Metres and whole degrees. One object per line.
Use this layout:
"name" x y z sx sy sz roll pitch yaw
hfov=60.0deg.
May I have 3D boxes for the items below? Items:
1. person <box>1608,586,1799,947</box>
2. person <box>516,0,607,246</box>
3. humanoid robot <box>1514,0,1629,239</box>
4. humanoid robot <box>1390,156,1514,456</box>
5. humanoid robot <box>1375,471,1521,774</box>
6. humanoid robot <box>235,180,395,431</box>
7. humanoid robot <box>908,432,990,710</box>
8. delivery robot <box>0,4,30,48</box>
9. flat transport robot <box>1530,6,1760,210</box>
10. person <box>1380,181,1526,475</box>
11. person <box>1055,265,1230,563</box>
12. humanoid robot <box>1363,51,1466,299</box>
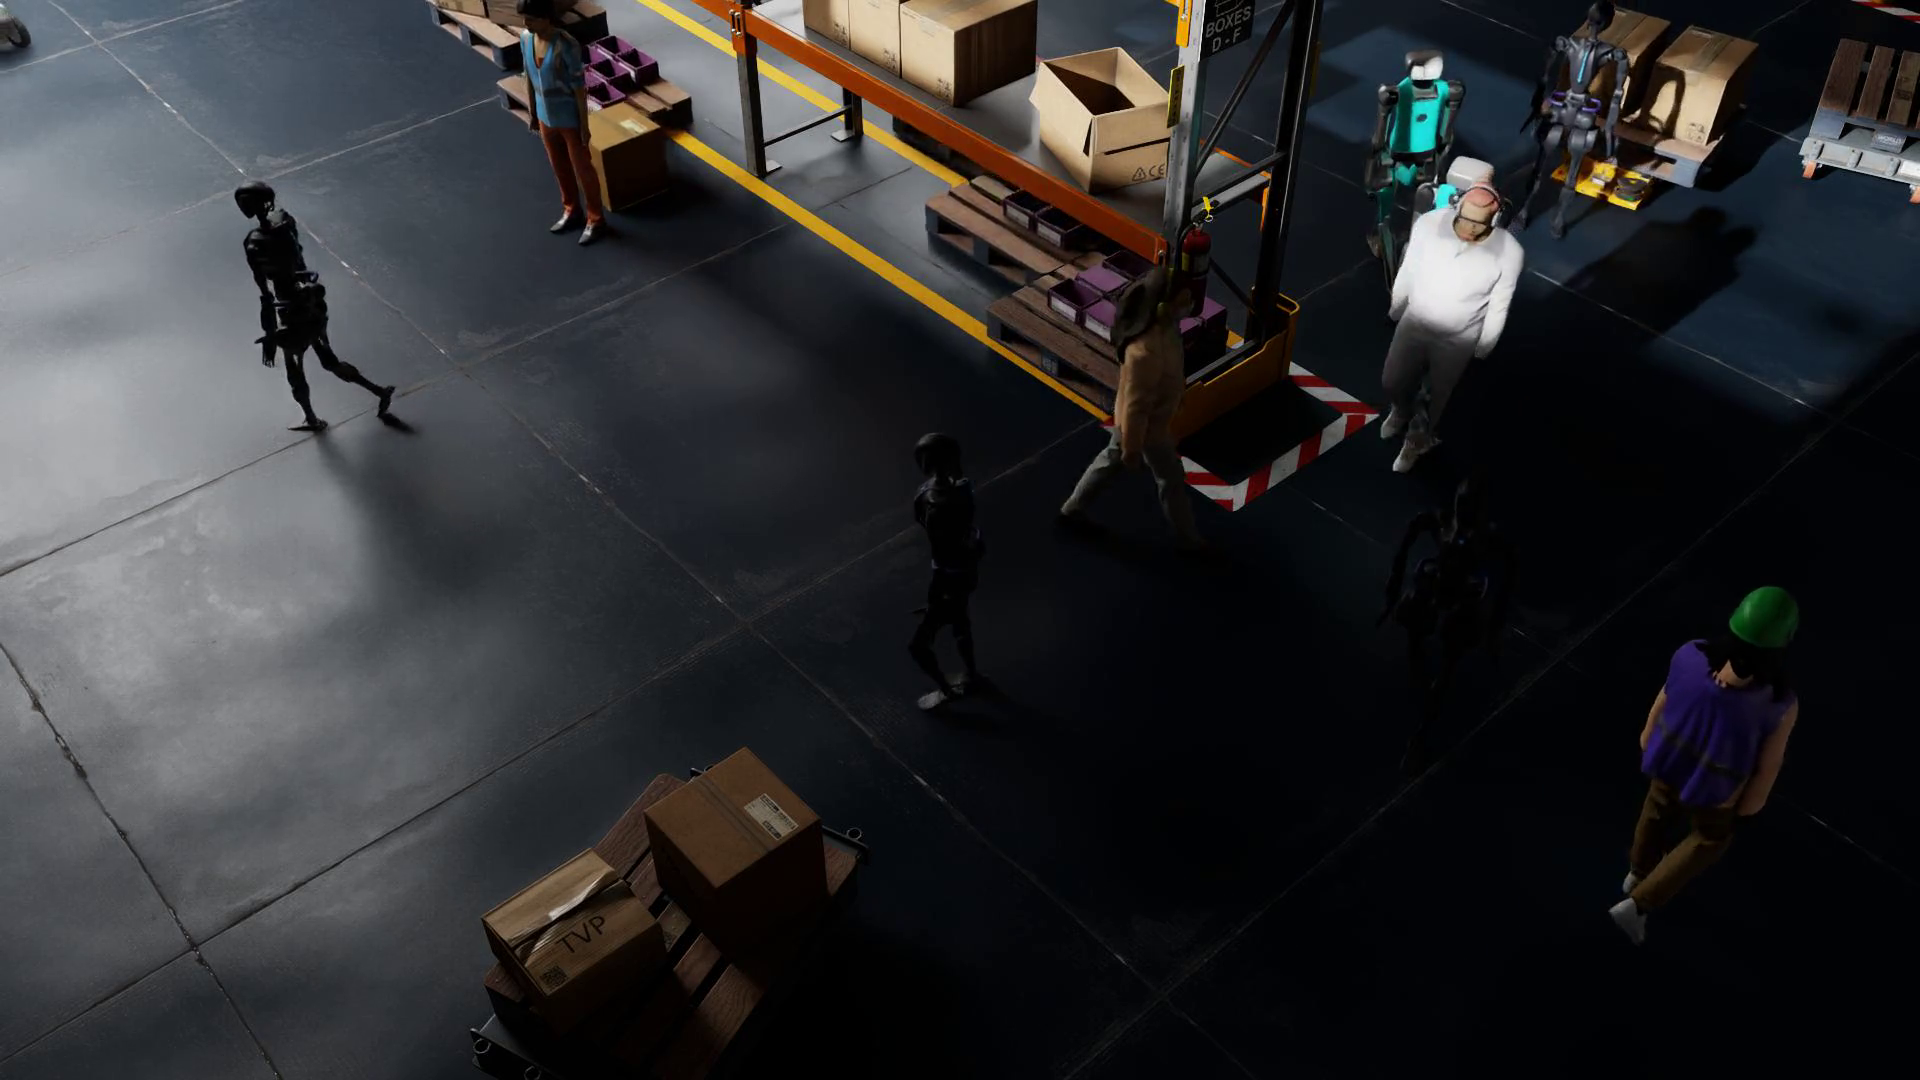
"person" 3.034 0.947 6.851 0.583 1.909 0.554 -26 48 -25
"person" -2.666 -2.812 11.054 0.505 1.758 0.341 20 46 21
"humanoid robot" 4.091 -2.812 11.109 0.612 1.650 0.373 19 46 19
"humanoid robot" 2.648 -1.205 9.315 0.536 1.766 0.797 15 45 15
"humanoid robot" 2.279 0.294 7.773 0.596 1.635 0.772 18 45 18
"humanoid robot" -3.725 -1.296 9.480 0.671 1.640 0.600 3 43 4
"humanoid robot" -0.047 0.154 7.882 0.376 1.646 0.608 7 43 7
"delivery robot" -7.996 -4.188 13.453 0.802 0.614 0.499 22 47 22
"flat transport robot" 4.933 -2.886 12.234 0.659 0.231 1.431 27 49 26
"person" 2.646 -1.149 9.149 0.670 1.884 0.422 23 47 23
"person" 0.978 -0.663 8.666 0.976 1.825 0.565 6 43 6
"humanoid robot" 2.791 -2.406 10.633 0.562 1.724 1.031 -2 43 -2
